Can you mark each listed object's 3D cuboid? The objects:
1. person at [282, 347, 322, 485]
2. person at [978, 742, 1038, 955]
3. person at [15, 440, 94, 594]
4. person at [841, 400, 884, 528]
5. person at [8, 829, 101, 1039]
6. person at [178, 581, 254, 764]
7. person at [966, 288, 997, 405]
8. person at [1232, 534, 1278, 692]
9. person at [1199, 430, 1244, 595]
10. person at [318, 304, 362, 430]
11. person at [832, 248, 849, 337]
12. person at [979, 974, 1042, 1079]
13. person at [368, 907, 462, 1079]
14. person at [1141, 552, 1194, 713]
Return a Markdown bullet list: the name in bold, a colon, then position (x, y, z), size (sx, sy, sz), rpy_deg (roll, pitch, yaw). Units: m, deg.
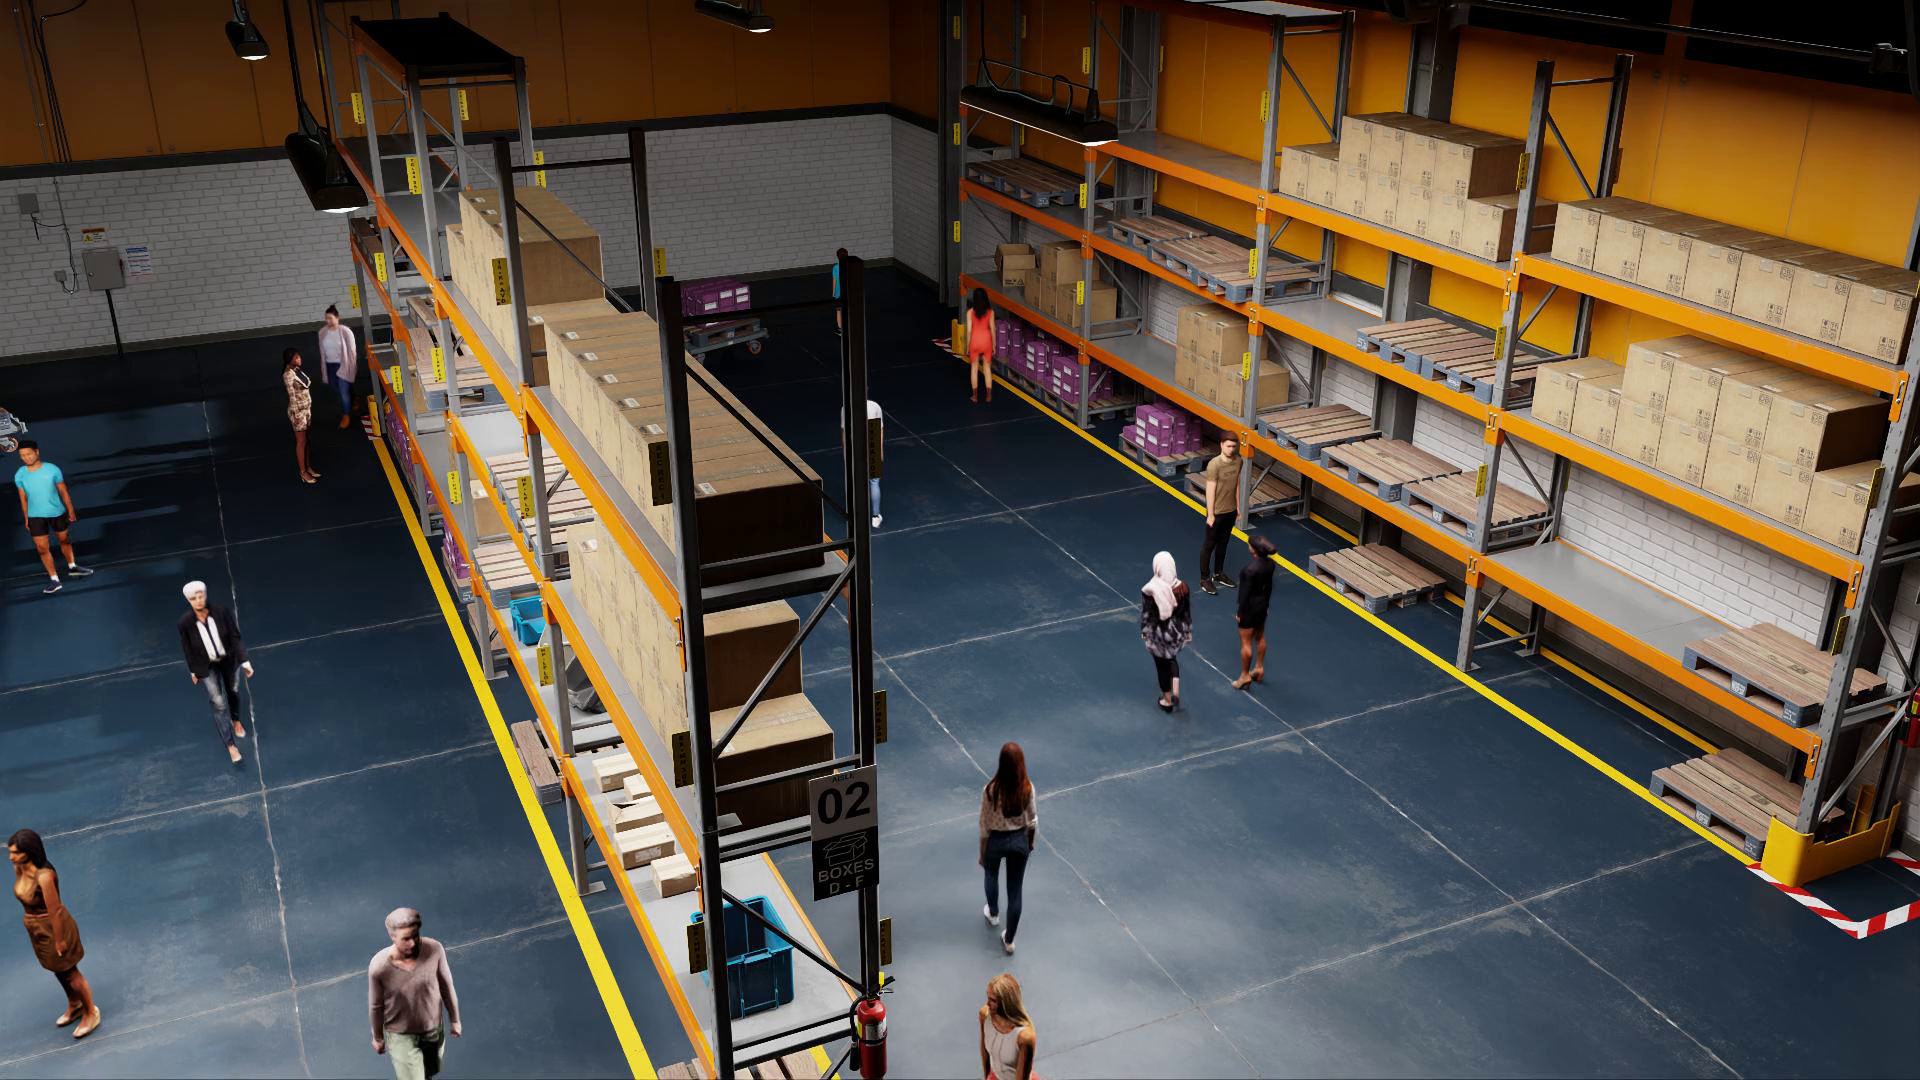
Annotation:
- **person**: position (-8.468, -1.610, 21.344), size (0.727, 1.794, 0.611), rpy_deg (-1, 24, -1)
- **person**: position (0.362, 2.329, 12.436), size (0.763, 1.712, 0.899), rpy_deg (-2, 24, -5)
- **person**: position (-10.069, -0.298, 18.400), size (0.699, 1.749, 0.755), rpy_deg (-15, 28, -31)
- **person**: position (-1.172, -1.077, 20.015), size (0.748, 1.883, 0.723), rpy_deg (0, 24, 0)
- **person**: position (-6.319, 2.723, 11.571), size (0.608, 1.684, 0.707), rpy_deg (15, 28, 31)
- **person**: position (-6.766, 1.121, 15.270), size (0.829, 1.736, 1.125), rpy_deg (-14, 27, -30)
- **person**: position (0.298, -2.835, 24.240), size (0.648, 1.719, 0.606), rpy_deg (-3, 24, -7)
- **person**: position (2.874, 0.706, 16.241), size (0.652, 1.638, 0.700), rpy_deg (-20, 31, -38)
- **person**: position (2.885, -0.341, 18.371), size (0.700, 1.850, 0.637), rpy_deg (-17, 29, -33)
- **person**: position (-8.689, -2.476, 23.414), size (1.019, 1.723, 1.143), rpy_deg (4, 24, 9)
- **person**: position (-1.930, -4.121, 27.521), size (0.536, 1.449, 0.491), rpy_deg (-8, 25, -18)
- **person**: position (0.382, 3.335, 10.076), size (1.170, 1.759, 0.988), rpy_deg (20, 30, 38)
- **person**: position (-3.481, 3.068, 10.581), size (0.807, 1.845, 1.271), rpy_deg (-15, 28, -30)
- **person**: position (1.973, 0.926, 15.771), size (0.652, 1.612, 0.655), rpy_deg (-7, 25, -16)
